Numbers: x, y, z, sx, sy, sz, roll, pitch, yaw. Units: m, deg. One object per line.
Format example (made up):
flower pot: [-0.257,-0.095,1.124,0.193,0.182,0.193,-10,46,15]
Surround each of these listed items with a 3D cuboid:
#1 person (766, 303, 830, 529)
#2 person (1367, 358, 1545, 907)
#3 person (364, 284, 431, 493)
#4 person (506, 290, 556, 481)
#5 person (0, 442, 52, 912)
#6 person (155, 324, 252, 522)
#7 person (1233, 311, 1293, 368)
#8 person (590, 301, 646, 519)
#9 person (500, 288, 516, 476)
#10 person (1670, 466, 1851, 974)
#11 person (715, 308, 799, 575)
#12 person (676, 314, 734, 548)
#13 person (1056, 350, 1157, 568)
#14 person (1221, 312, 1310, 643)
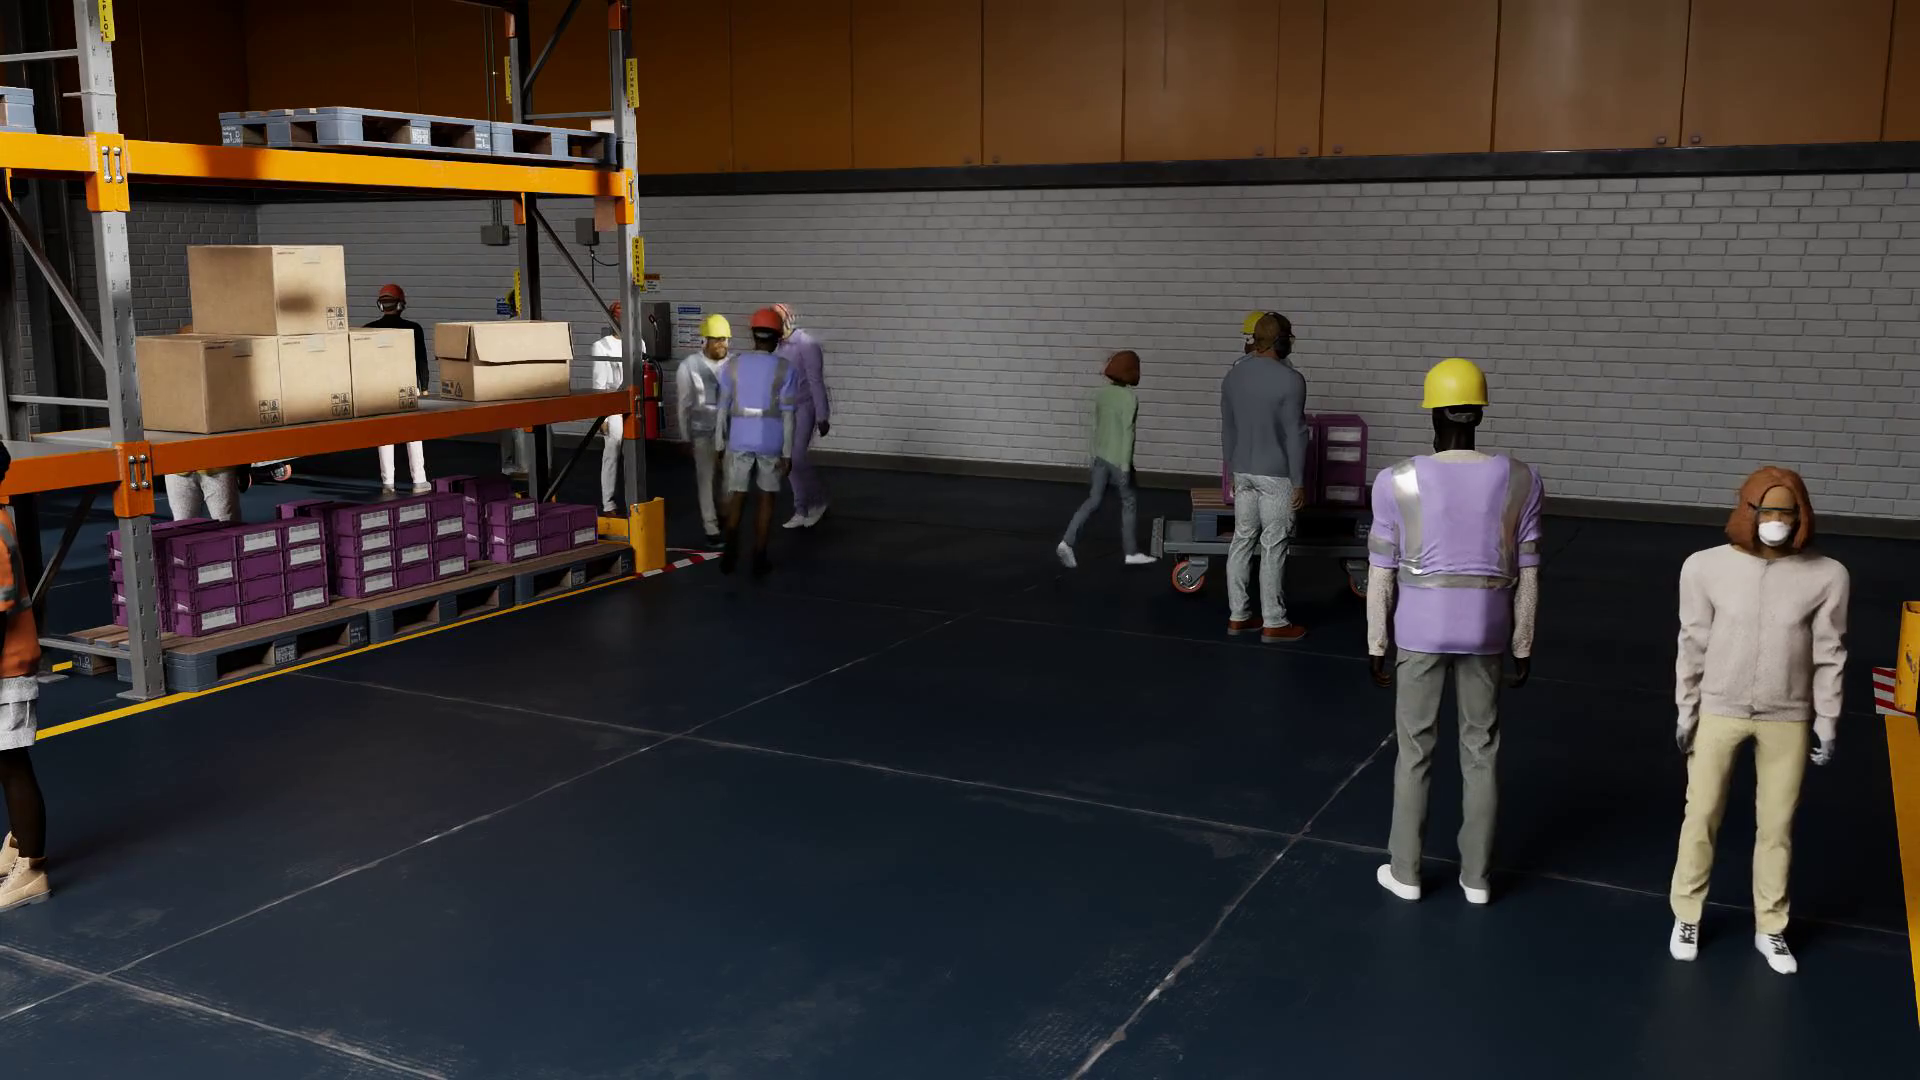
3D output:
person: [-1.392,-1.013,13.720,0.678,1.871,0.446,10,14,44]
person: [1.719,0.327,5.850,0.590,1.919,0.399,1,10,7]
person: [-5.353,-1.431,15.820,0.610,1.986,0.392,-1,10,-6]
person: [-4.339,-1.546,16.714,0.490,1.920,0.642,9,13,43]
person: [-3.390,0.441,5.811,0.318,1.699,0.535,-6,12,-32]
person: [-4.853,-0.461,10.653,0.626,1.836,0.428,0,10,-3]
person: [2.304,-0.855,12.923,0.592,1.833,0.404,-8,12,-37]
person: [-2.867,-1.080,14.113,0.347,1.879,0.577,7,12,35]
person: [-4.528,-1.619,17.085,0.384,1.922,0.594,4,11,21]
person: [2.524,0.569,5.283,0.493,1.627,0.285,3,10,19]
person: [-1.433,-0.655,11.575,0.609,1.897,0.751,1,10,8]
person: [-1.927,-0.855,12.969,0.606,1.814,0.484,-6,12,-32]
person: [1.063,-0.581,12.022,0.802,1.597,0.543,-5,11,-27]
person: [1.803,-0.367,9.797,0.368,1.939,0.632,-7,12,-36]
